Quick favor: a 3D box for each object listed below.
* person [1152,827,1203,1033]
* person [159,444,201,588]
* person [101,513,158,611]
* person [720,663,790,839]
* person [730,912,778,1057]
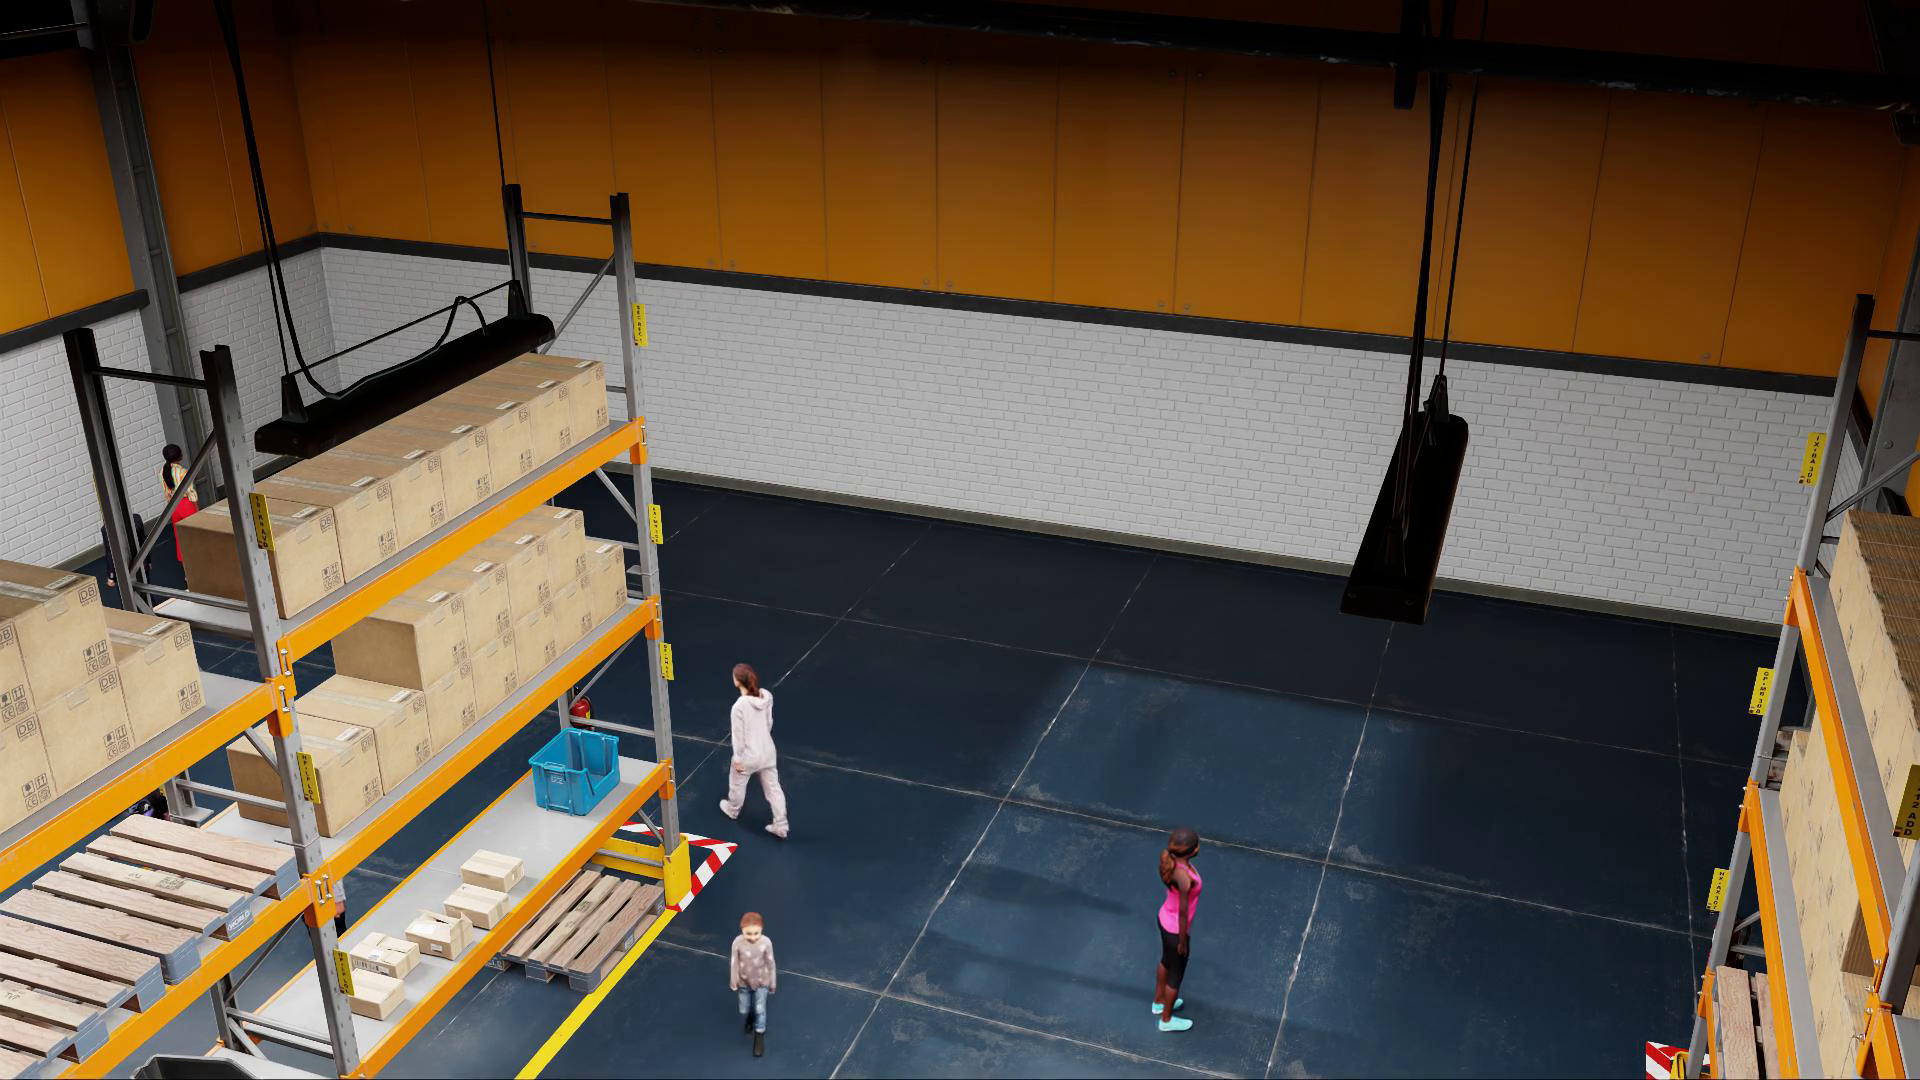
[{"bbox_3d":[1.601,2.897,12.469,0.695,1.722,0.600,-2,24,-4],"label":"person"},{"bbox_3d":[-9.169,-0.293,19.678,0.613,1.793,0.556,5,24,12],"label":"person"},{"bbox_3d":[-9.158,0.288,18.320,0.774,1.815,0.572,12,26,26],"label":"person"},{"bbox_3d":[-1.771,1.917,14.806,1.092,1.646,0.989,-22,32,-40],"label":"person"},{"bbox_3d":[-1.531,3.237,12.358,0.601,1.188,0.698,1,24,1],"label":"person"}]
